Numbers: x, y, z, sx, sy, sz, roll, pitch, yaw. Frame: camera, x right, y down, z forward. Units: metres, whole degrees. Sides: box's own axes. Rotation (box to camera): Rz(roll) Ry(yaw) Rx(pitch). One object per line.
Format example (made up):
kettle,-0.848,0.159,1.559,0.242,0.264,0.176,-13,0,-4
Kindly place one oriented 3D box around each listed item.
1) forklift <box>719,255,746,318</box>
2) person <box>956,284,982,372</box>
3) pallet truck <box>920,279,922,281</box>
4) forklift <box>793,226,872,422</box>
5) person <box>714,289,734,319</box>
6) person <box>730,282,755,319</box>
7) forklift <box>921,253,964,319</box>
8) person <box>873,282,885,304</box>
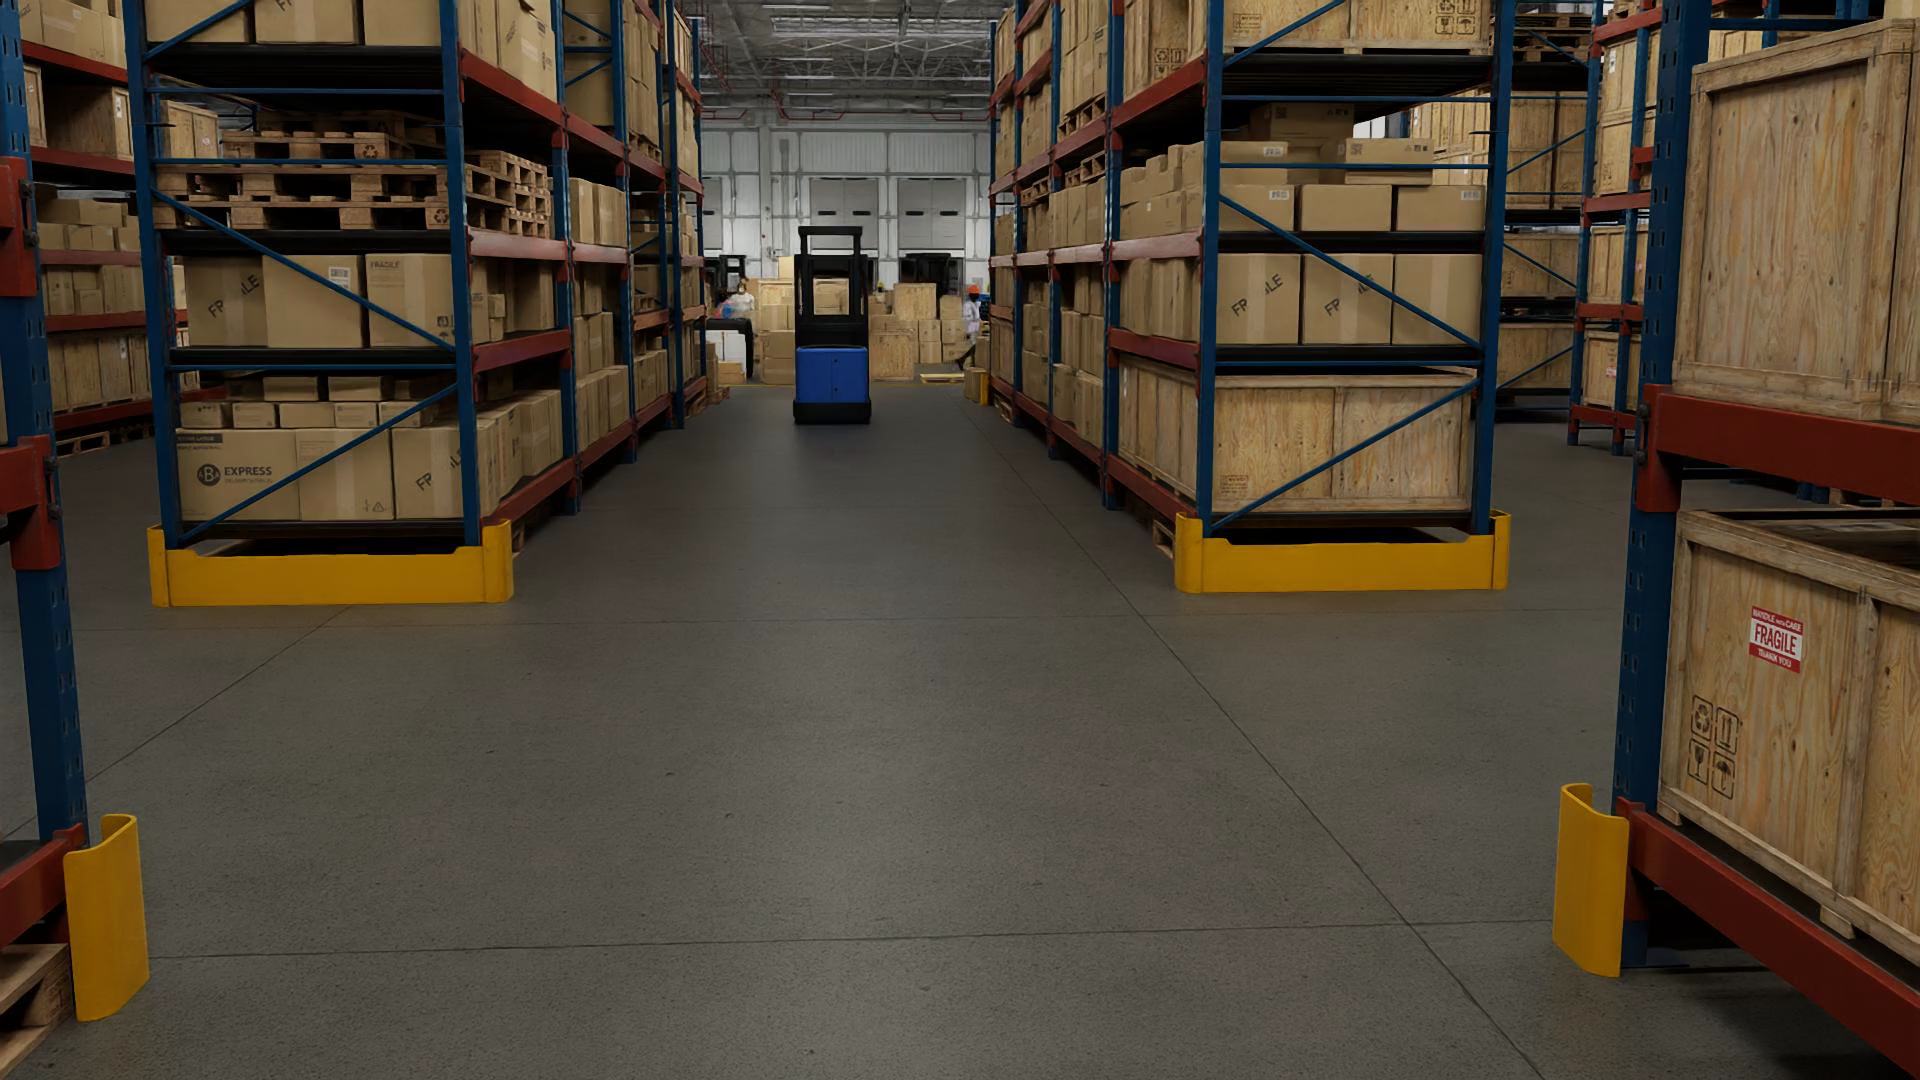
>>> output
forklift,-7.876,-8.525,57.858,1.129,2.768,1.873,-9,12,-43
person,0.226,-4.469,35.388,0.601,1.925,0.567,3,10,21
pallet truck,-0.932,-8.922,63.114,1.885,1.965,0.823,2,9,13
forklift,-1.875,-3.174,24.260,1.129,2.768,1.873,-1,9,-4
person,-5.317,-4.613,36.625,0.833,1.811,0.661,-4,10,-23
person,-5.619,-5.687,42.989,0.633,1.938,0.356,-1,9,-3
forklift,-0.754,-7.703,52.695,1.129,2.768,1.873,-5,10,-30
person,-2.814,-8.271,59.400,0.598,1.890,0.947,1,9,6
